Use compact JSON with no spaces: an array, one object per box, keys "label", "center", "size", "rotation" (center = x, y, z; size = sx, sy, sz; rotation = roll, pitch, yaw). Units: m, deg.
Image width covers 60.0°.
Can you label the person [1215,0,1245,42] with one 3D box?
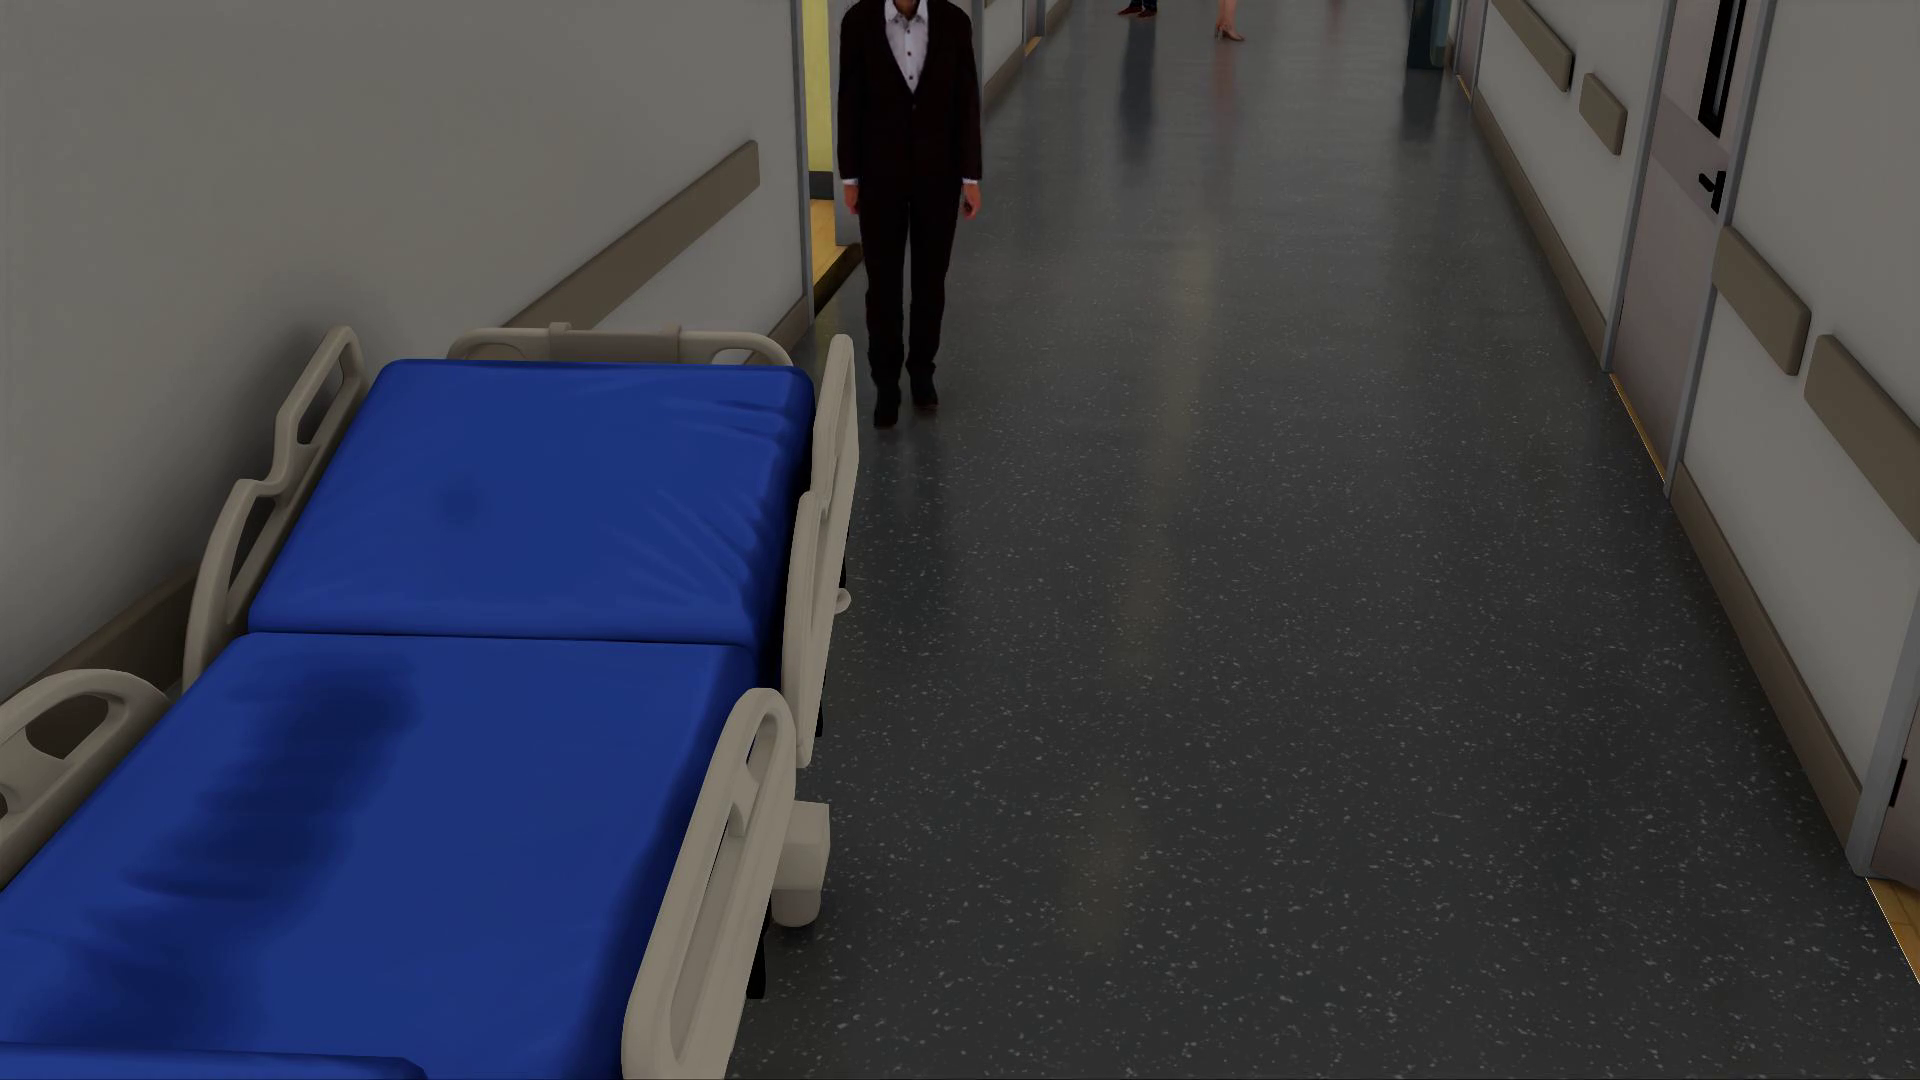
[{"label":"person","center":[2.414,-5.273,14.455],"size":[0.730,1.772,0.727],"rotation":[-3,26,-7]}]

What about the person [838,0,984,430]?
[{"label":"person","center":[-0.193,-1.405,6.348],"size":[0.837,1.848,0.876],"rotation":[-4,26,-8]}]

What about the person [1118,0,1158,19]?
[{"label":"person","center":[1.752,-5.921,15.738],"size":[0.835,1.825,0.765],"rotation":[-19,31,-34]}]
